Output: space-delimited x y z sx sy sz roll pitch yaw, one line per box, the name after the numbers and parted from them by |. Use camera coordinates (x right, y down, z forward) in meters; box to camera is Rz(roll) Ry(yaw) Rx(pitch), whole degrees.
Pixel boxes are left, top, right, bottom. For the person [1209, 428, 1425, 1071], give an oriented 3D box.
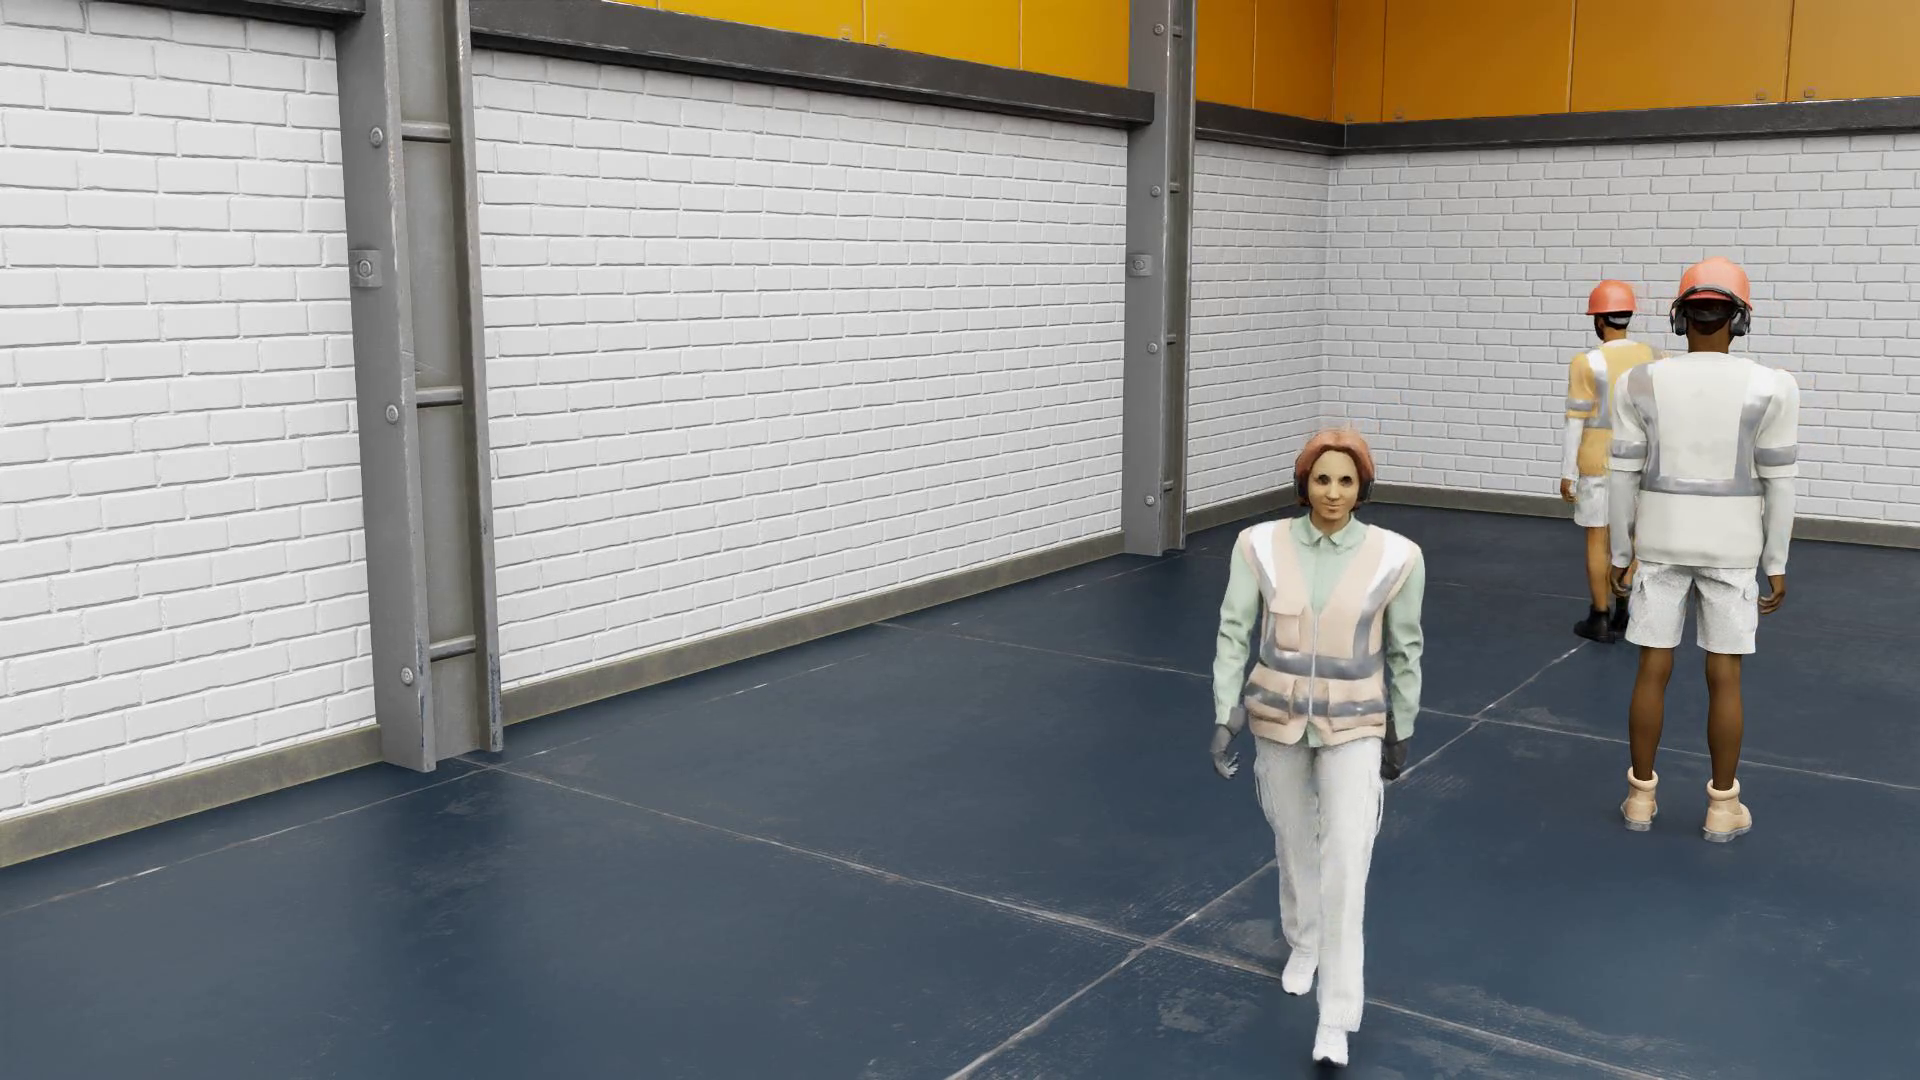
0.918 0.513 4.318 0.512 1.595 0.841 4 10 21 | person

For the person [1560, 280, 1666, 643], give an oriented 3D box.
3.446 -0.413 8.840 0.579 1.920 0.399 -2 10 -11 | person

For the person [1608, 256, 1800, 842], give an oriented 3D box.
2.582 0.037 5.834 0.606 2.037 0.382 6 11 30 | person
